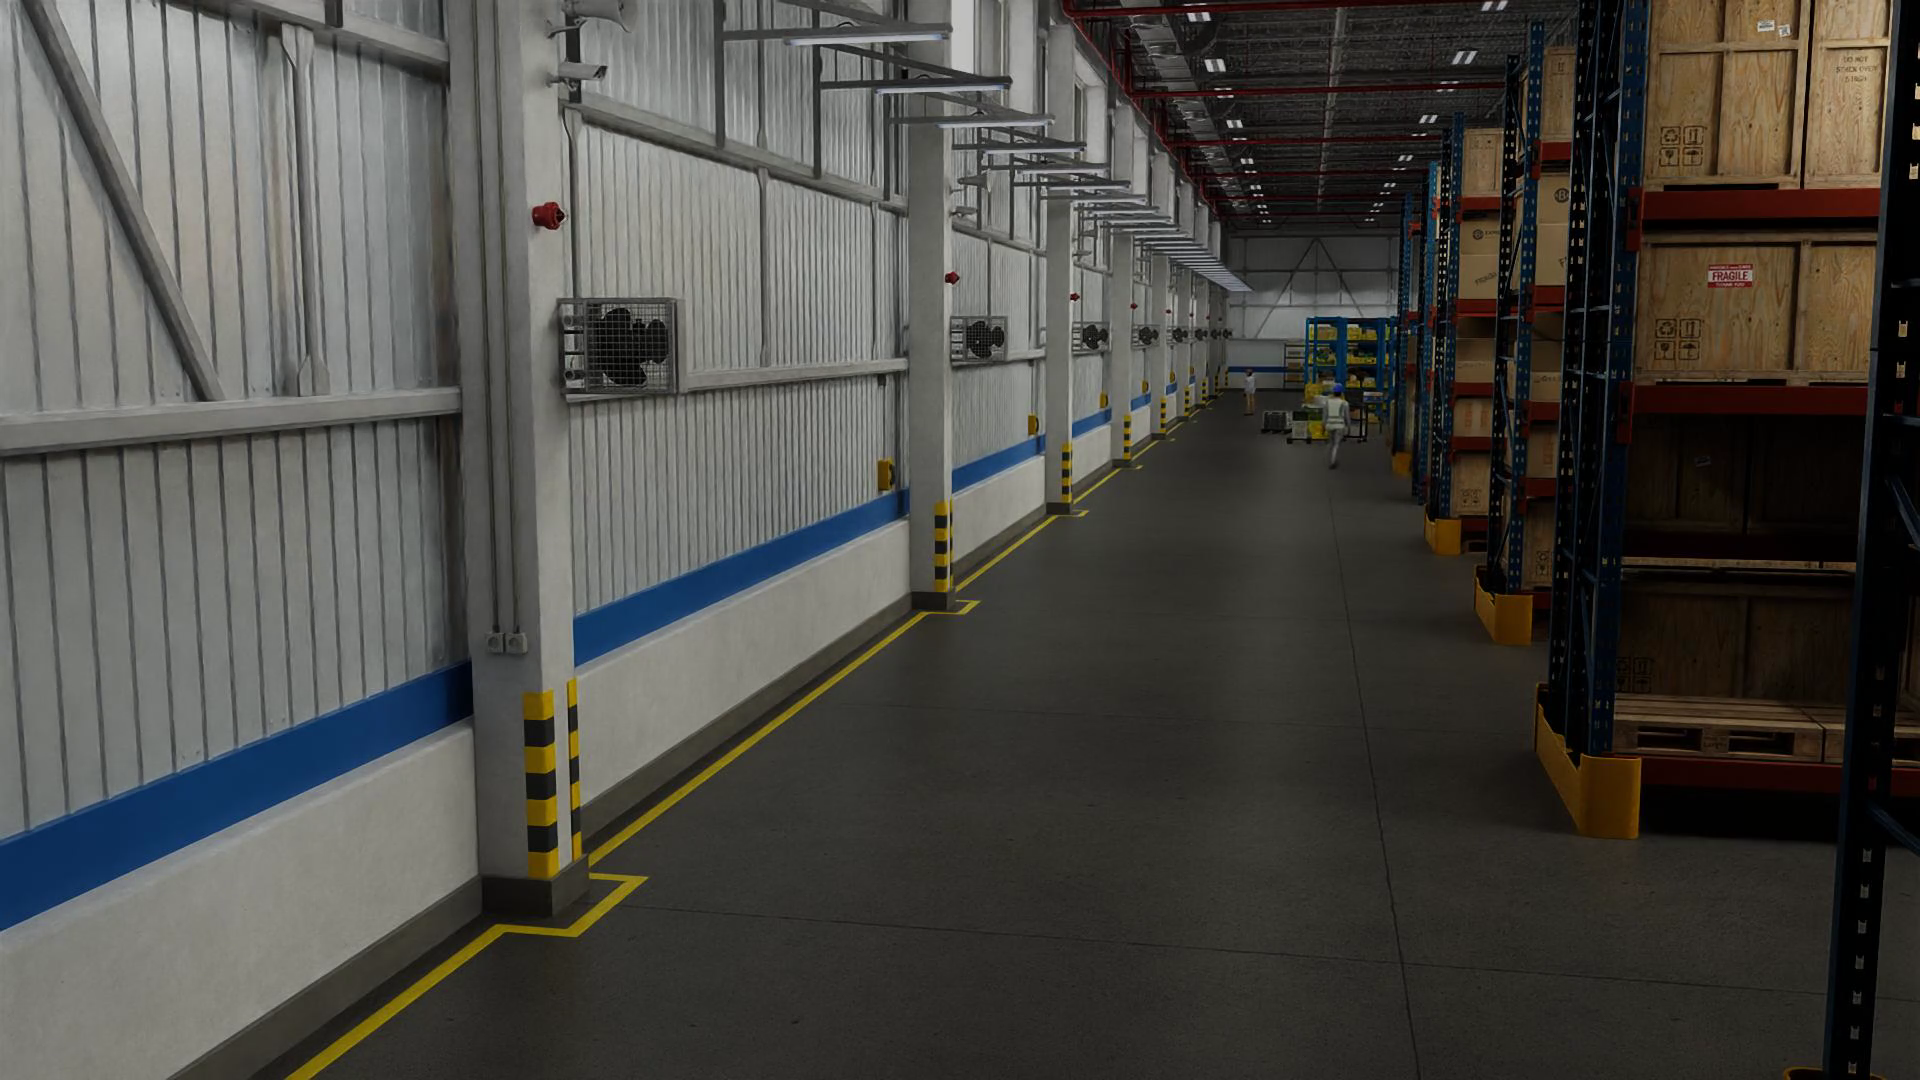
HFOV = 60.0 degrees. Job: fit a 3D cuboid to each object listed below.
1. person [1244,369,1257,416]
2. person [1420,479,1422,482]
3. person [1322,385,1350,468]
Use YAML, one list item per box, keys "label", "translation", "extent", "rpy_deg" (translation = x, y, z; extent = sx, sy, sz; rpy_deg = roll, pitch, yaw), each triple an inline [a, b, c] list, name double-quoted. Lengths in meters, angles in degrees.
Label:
- label: "person"
  translation: [10.762, -5.490, 61.810]
  extent: [0.559, 1.753, 0.323]
  rpy_deg: [-5, 9, -36]
- label: "person"
  translation: [9.783, -2.103, 33.924]
  extent: [0.990, 1.942, 0.647]
  rpy_deg: [1, 7, 7]
- label: "person"
  translation: [8.544, -2.576, 37.884]
  extent: [0.619, 1.914, 0.833]
  rpy_deg: [5, 8, 32]
